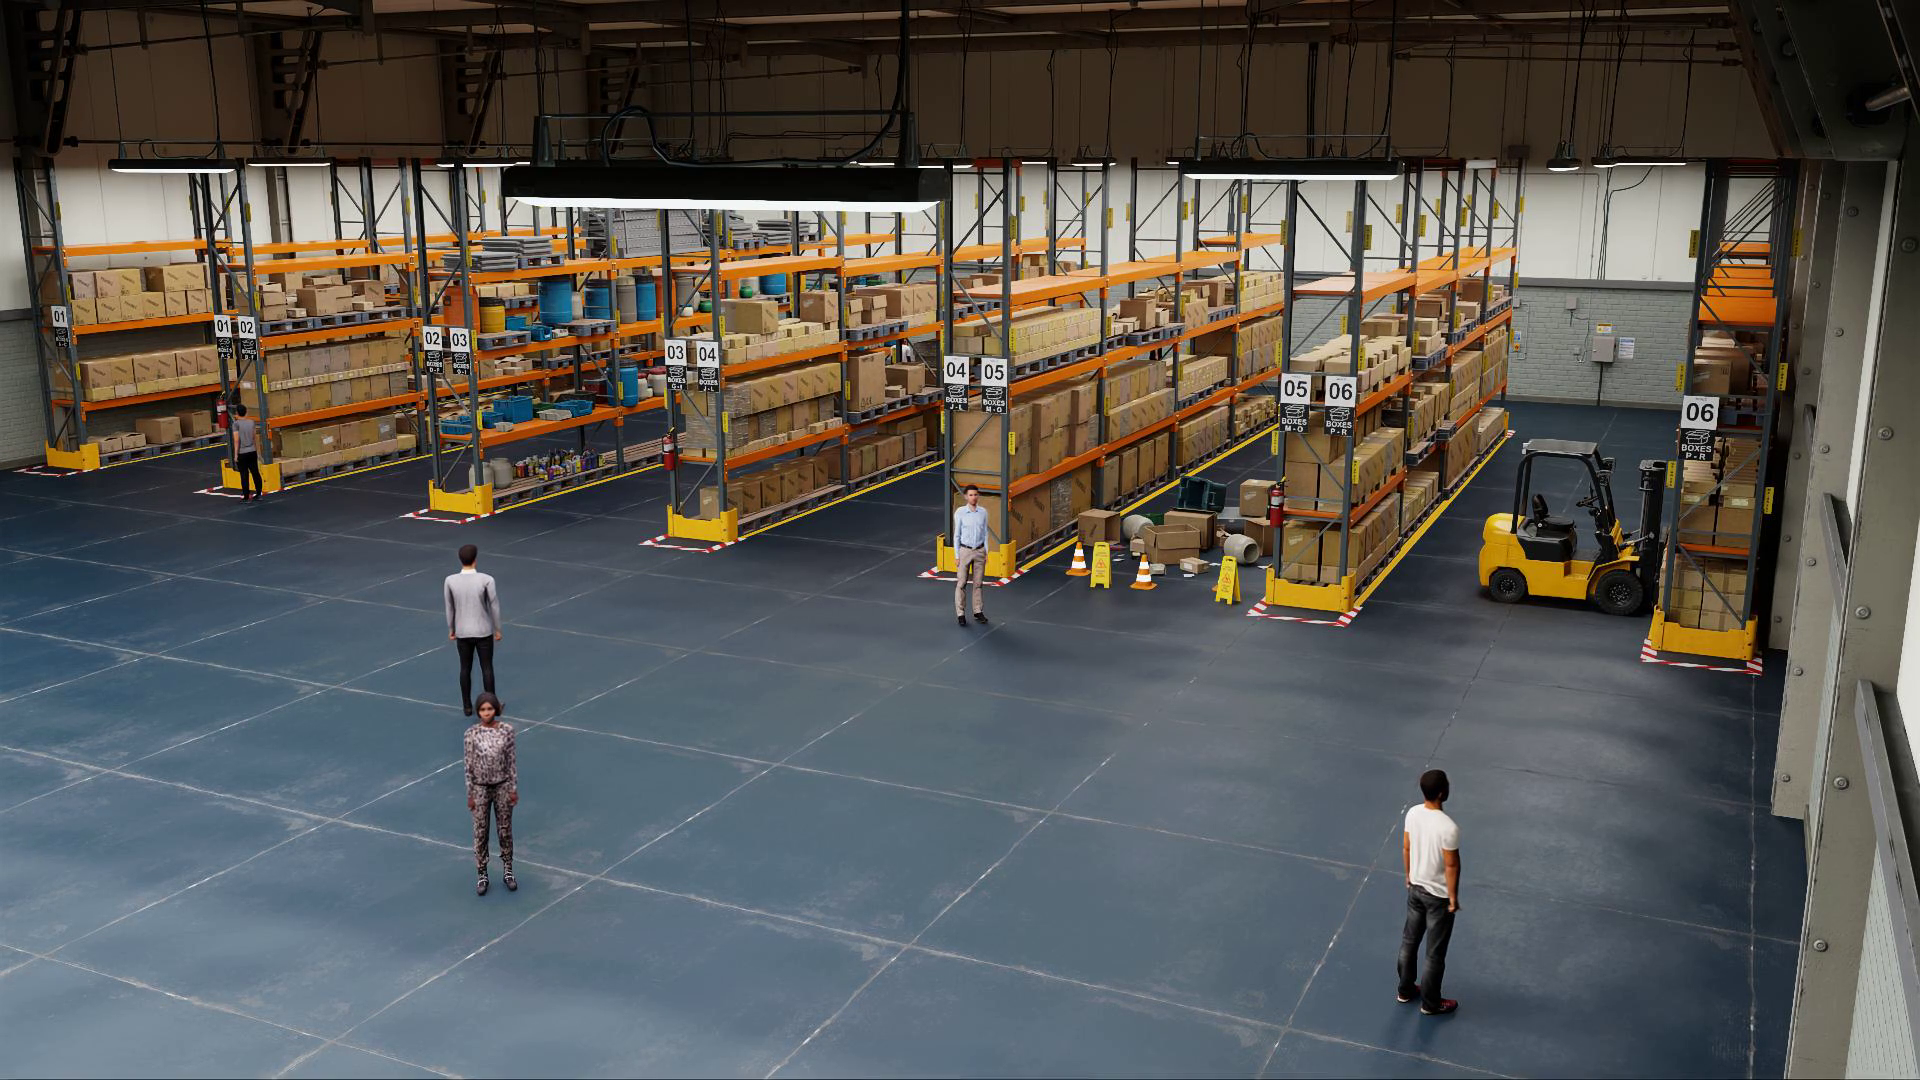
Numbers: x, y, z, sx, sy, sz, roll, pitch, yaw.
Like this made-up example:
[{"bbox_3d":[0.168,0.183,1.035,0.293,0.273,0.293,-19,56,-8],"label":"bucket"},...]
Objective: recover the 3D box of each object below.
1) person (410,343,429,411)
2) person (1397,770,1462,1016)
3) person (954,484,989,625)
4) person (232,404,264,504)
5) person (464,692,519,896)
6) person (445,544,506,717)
[{"bbox_3d":[-12.660,-3.754,39.051,0.625,1.770,0.554,4,14,18],"label":"person"},{"bbox_3d":[3.371,2.505,11.945,0.729,1.805,0.716,-8,15,-30],"label":"person"},{"bbox_3d":[0.151,0.172,21.926,0.753,1.848,0.809,-4,14,-18],"label":"person"},{"bbox_3d":[-12.695,-1.550,29.569,0.686,1.754,0.494,7,15,28],"label":"person"},{"bbox_3d":[-3.911,2.099,13.901,0.683,1.713,0.740,-4,14,-18],"label":"person"},{"bbox_3d":[-5.337,0.985,18.249,0.832,1.923,0.814,0,13,-2],"label":"person"}]
